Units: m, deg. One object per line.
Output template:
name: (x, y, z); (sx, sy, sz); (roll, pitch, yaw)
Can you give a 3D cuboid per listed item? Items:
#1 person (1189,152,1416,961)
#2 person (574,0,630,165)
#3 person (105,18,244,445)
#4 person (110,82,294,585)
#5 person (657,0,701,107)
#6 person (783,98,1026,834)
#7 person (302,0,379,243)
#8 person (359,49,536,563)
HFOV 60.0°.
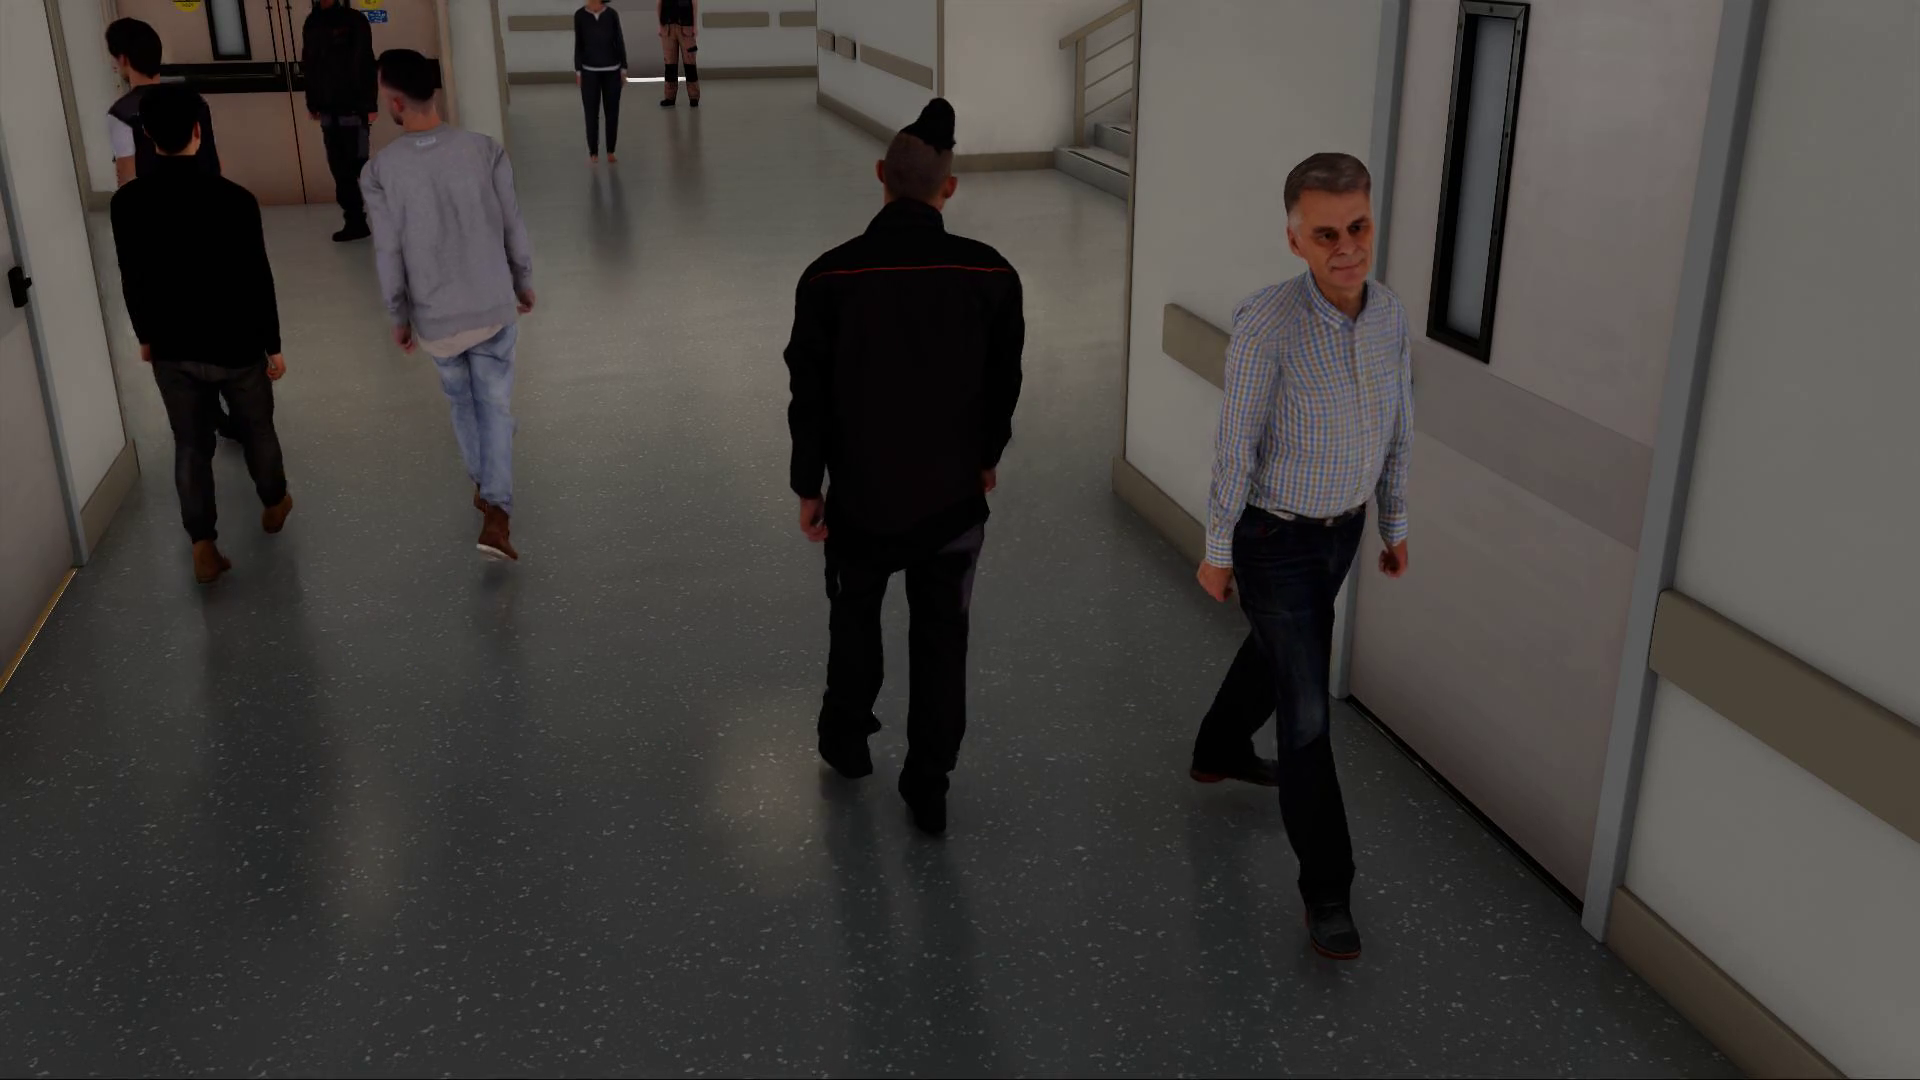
person: (0.763, -0.019, 3.941); (1.151, 1.762, 1.008); (-16, 26, -35)
person: (-3.380, -4.426, 15.655); (0.786, 1.704, 0.690); (-7, 22, -17)
person: (-3.288, -1.262, 7.123); (0.878, 1.831, 0.799); (17, 27, 38)
person: (-2.637, -0.671, 5.772); (1.028, 1.683, 0.765); (-4, 21, -11)
person: (-3.427, -6.249, 20.275); (0.666, 1.842, 0.818); (2, 21, 6)
person: (-0.106, -0.123, 4.117); (0.744, 1.832, 0.863); (-3, 21, -8)
person: (-4.367, -3.148, 11.955); (0.923, 1.937, 0.984); (8, 22, 19)
person: (-1.752, -0.787, 5.922); (1.082, 1.793, 0.752); (-4, 21, -11)
